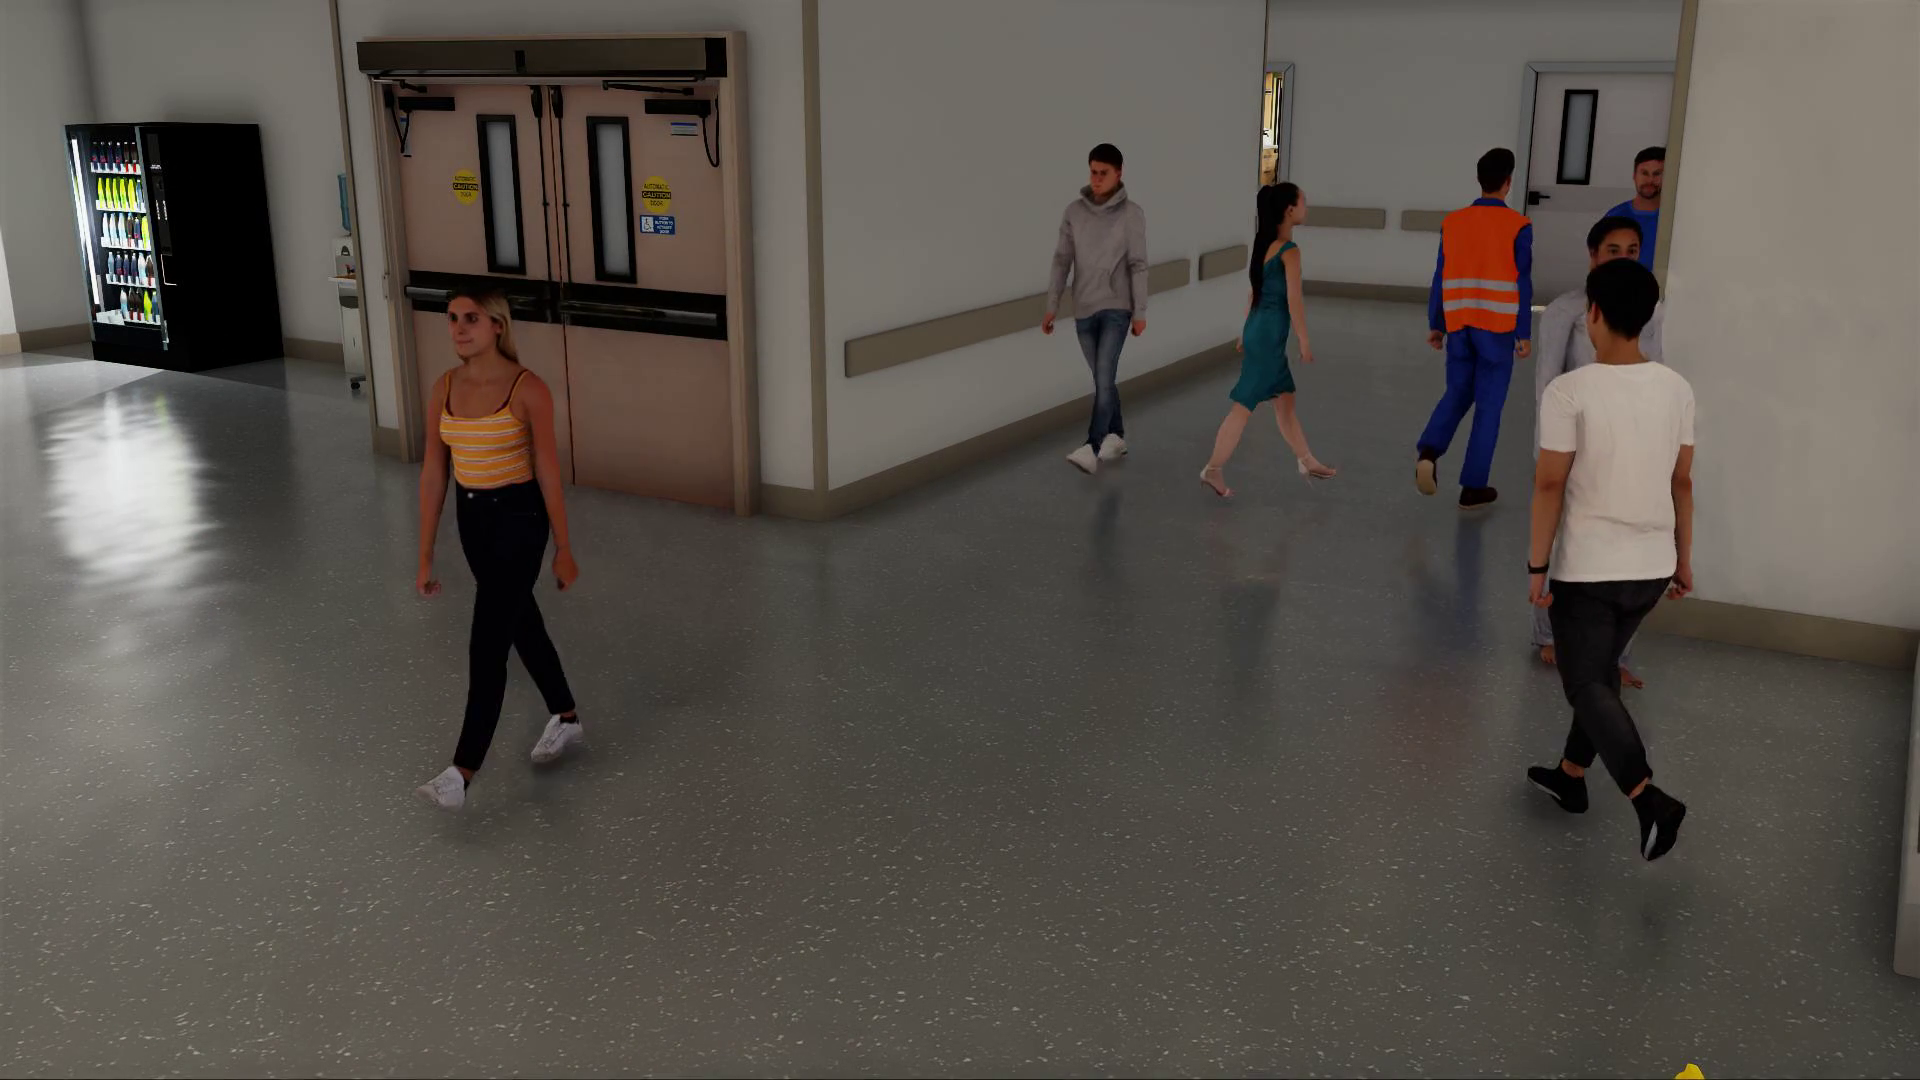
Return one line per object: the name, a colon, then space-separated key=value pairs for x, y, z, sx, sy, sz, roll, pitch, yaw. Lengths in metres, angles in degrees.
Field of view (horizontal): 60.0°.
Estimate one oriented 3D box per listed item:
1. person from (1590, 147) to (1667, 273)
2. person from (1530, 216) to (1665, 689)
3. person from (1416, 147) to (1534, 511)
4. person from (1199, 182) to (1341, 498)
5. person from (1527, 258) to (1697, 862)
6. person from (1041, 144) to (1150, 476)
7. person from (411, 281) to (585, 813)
person: x=3.542 y=-1.098 z=8.703 sx=0.982 sy=1.840 sz=0.683 roll=9 pitch=18 yaw=28
person: x=2.361 y=-0.356 z=6.302 sx=0.952 sy=1.714 sz=0.955 roll=1 pitch=16 yaw=2
person: x=2.614 y=-1.042 z=8.478 sx=0.891 sy=1.853 sz=0.911 roll=-15 pitch=22 yaw=-43
person: x=1.524 y=-0.994 z=8.701 sx=1.069 sy=1.640 sz=0.976 roll=-3 pitch=16 yaw=-12
person: x=1.896 y=0.085 z=4.734 sx=1.082 sy=1.686 sz=1.139 roll=-4 pitch=16 yaw=-12
person: x=0.857 y=-1.301 z=9.477 sx=1.086 sy=1.810 sz=0.785 roll=10 pitch=19 yaw=33
person: x=-1.400 y=0.004 z=5.256 sx=1.075 sy=1.589 sz=0.763 roll=6 pitch=17 yaw=21
